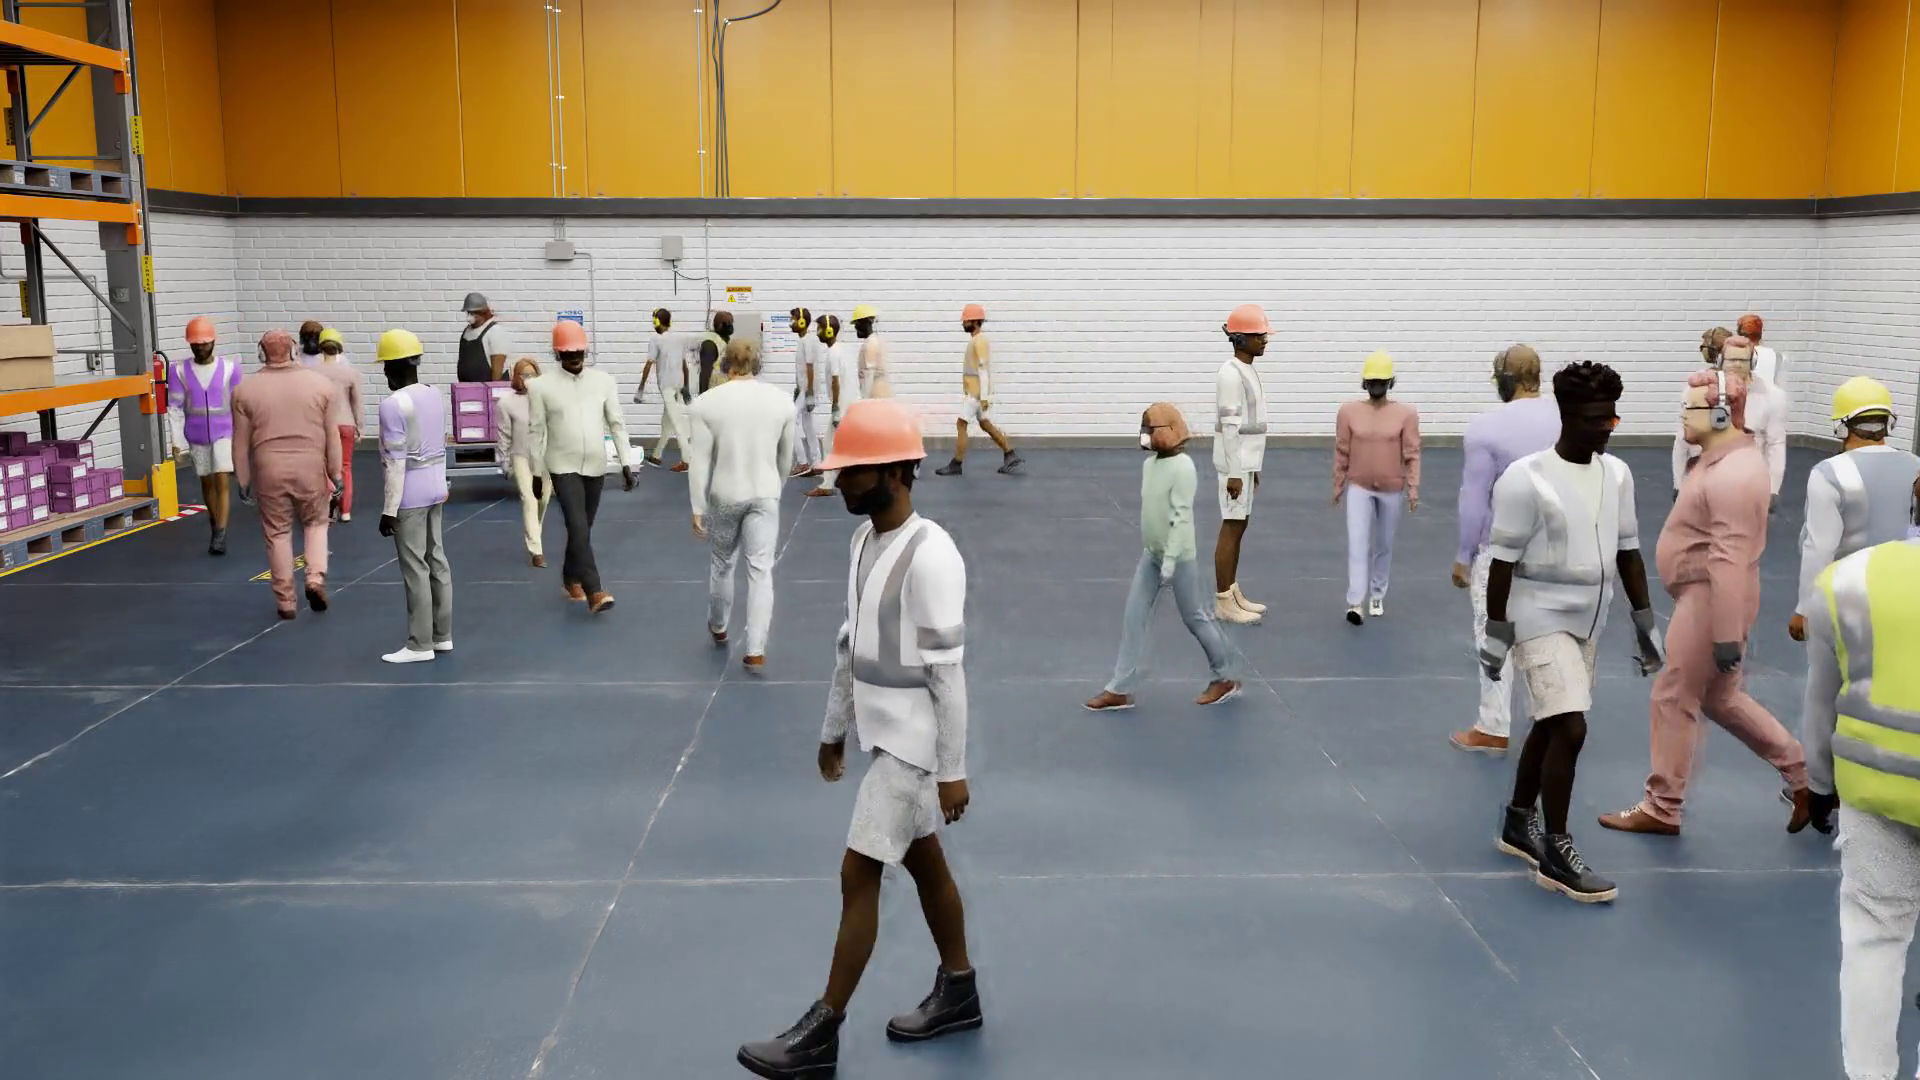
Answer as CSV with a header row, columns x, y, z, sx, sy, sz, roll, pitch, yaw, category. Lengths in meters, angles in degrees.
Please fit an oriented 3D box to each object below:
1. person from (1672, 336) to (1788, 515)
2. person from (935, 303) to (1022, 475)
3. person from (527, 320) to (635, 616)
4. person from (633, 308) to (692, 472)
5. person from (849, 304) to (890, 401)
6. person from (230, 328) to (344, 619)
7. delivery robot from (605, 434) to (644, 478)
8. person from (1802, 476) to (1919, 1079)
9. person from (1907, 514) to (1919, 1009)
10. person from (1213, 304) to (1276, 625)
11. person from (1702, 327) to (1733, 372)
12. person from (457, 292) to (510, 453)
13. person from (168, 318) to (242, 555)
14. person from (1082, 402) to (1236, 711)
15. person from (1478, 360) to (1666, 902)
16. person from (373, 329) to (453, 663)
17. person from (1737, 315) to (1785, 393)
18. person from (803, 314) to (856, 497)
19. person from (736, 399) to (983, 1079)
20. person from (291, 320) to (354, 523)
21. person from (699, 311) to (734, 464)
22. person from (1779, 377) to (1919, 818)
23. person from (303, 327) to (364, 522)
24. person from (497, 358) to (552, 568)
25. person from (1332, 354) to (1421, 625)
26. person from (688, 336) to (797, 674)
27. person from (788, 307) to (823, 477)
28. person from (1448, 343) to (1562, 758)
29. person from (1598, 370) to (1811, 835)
x,y,z,sx,sy,sz,roll,pitch,yaw,category
4.851,-0.359,10.511,0.649,1.842,1.006,4,10,22,person
0.242,-1.650,18.275,0.956,1.904,0.555,-1,9,-3,person
-2.517,-0.485,11.044,0.625,1.926,1.063,-7,11,-36,person
-3.351,-1.679,18.678,0.948,1.813,0.552,6,11,32,person
-1.006,-1.488,17.276,0.702,1.890,0.621,0,9,0,person
-4.363,-0.428,10.797,0.669,1.887,0.418,-4,10,-22,person
-3.623,-0.847,17.162,0.707,0.478,0.477,-2,9,-13,delivery robot
2.488,0.668,4.261,0.649,1.827,0.444,9,13,42,person
3.151,0.491,5.105,0.562,1.944,0.518,1,9,6,person
1.820,-0.486,10.688,0.375,2.044,0.605,3,10,18,person
5.685,-0.709,12.711,0.539,1.827,0.689,-5,10,-26,person
-5.310,-1.721,18.261,0.703,2.000,0.700,6,11,34,person
-6.054,-0.845,13.408,0.560,1.878,1.012,-3,10,-18,person
1.076,0.088,8.545,0.843,1.593,0.513,-4,10,-24,person
2.252,0.311,6.108,0.632,1.936,0.664,-6,11,-31,person
-3.160,-0.250,9.597,0.366,1.926,0.587,2,9,11,person
6.774,-1.024,14.505,0.611,1.866,0.730,-2,9,-10,person
-1.110,-1.310,16.408,0.857,1.833,0.541,1,9,4,person
-0.295,0.562,4.686,0.896,1.899,0.566,-4,10,-21,person
-5.809,-1.087,15.066,0.637,1.815,0.807,-2,9,-11,person
-2.689,-1.729,19.116,0.970,1.782,0.741,2,10,14,person
3.702,0.238,6.912,0.600,1.822,0.404,-3,10,-17,person
-5.569,-1.010,14.783,0.544,1.752,0.434,-5,10,-27,person
-3.324,-0.624,12.902,0.495,1.598,0.836,-5,10,-27,person
2.645,-0.315,10.591,0.547,1.717,0.877,2,10,14,person
-1.255,-0.228,9.589,0.628,1.874,1.051,-2,10,-13,person
-1.747,-1.587,18.030,0.598,1.848,0.553,-1,9,-7,person
2.640,0.049,7.809,0.765,1.918,0.439,-2,10,-15,person
3.044,0.270,6.554,0.801,1.878,0.648,5,10,27,person
